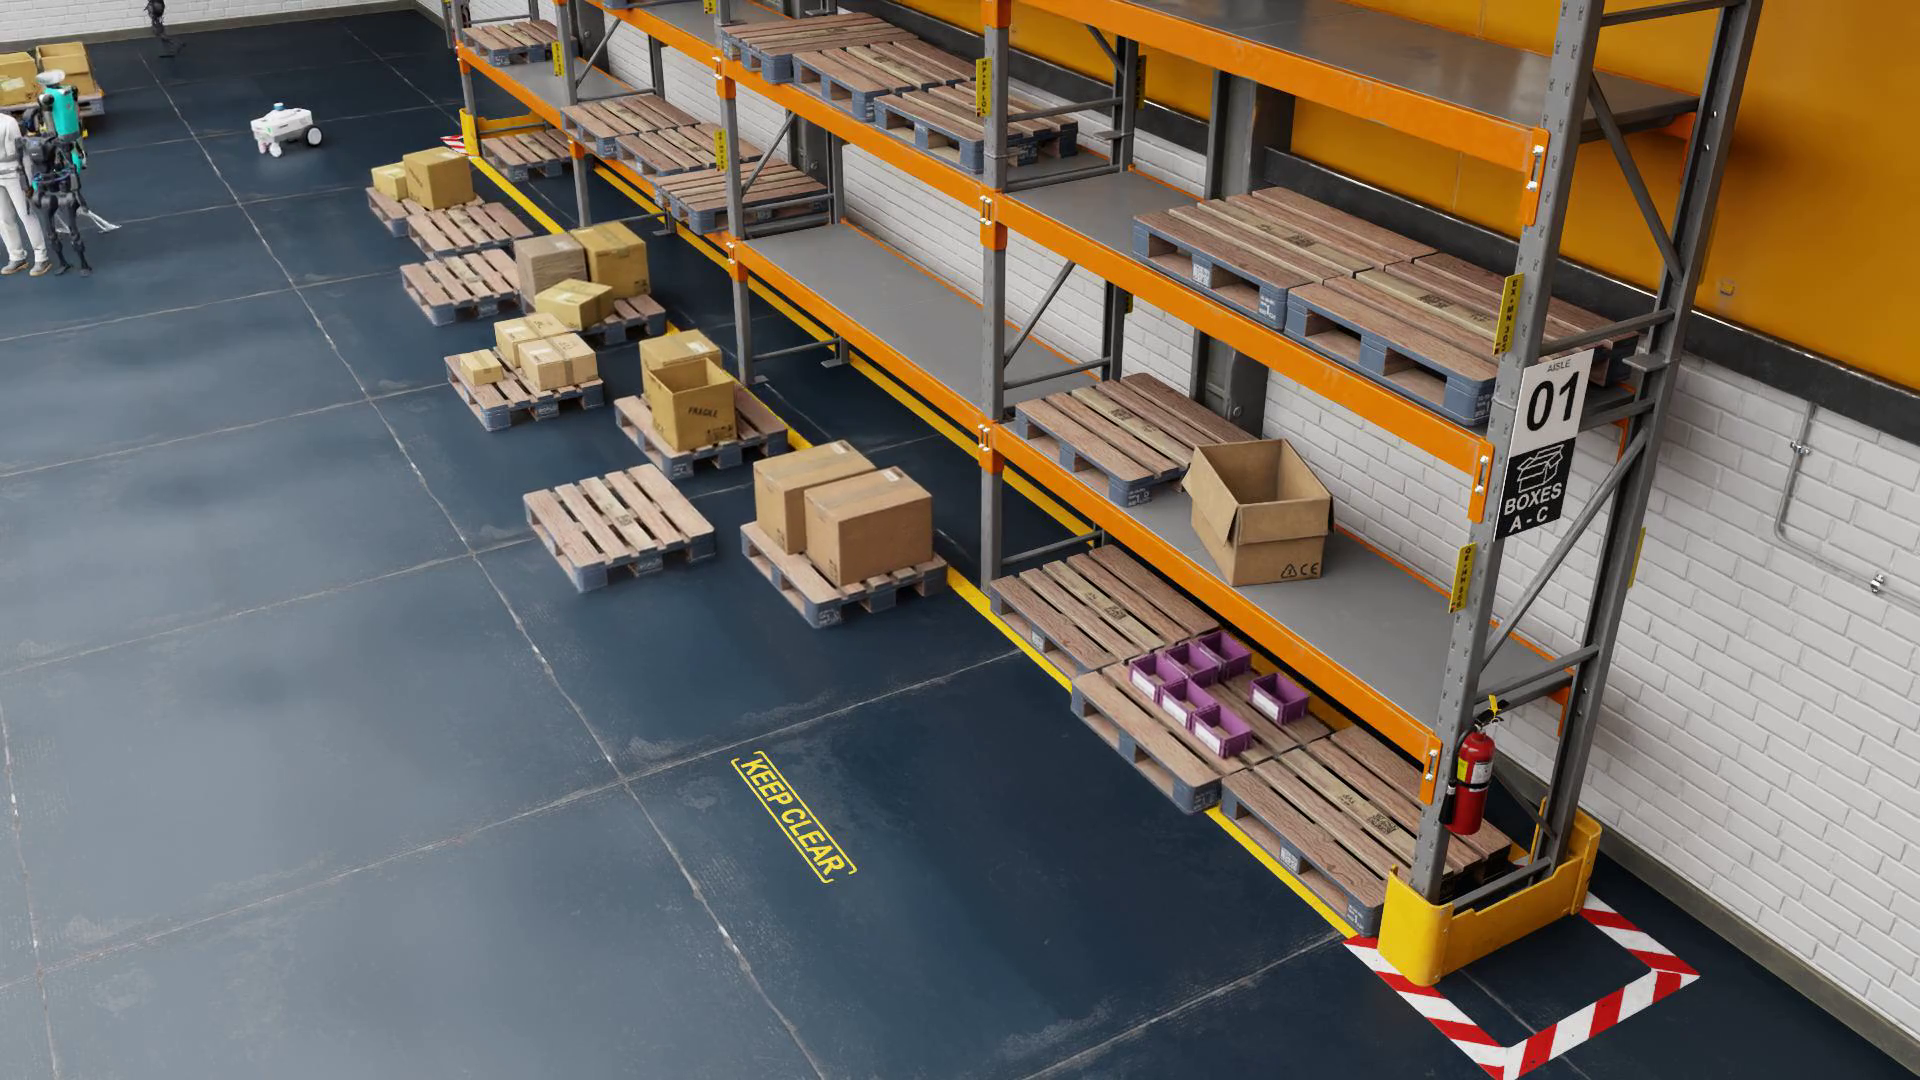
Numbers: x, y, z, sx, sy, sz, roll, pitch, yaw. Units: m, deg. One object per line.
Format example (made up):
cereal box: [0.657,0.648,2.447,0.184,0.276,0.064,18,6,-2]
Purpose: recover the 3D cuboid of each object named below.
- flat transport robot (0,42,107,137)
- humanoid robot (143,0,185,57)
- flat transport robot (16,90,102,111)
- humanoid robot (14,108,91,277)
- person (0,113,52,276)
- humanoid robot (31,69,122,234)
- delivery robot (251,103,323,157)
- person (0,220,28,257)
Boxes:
flat transport robot: [-11.433,-5.298,20.985,0.659,0.231,1.431,-16,33,-25]
humanoid robot: [-11.565,-7.792,23.952,0.415,1.641,0.588,-11,31,-19]
flat transport robot: [-12.192,-5.846,21.952,0.659,0.231,1.431,20,35,32]
humanoid robot: [-8.796,-3.373,16.166,0.602,1.651,0.341,-2,30,-3]
person: [-9.291,-3.501,16.172,0.582,1.883,0.339,5,30,8]
humanoid robot: [-9.267,-3.931,17.071,0.909,1.761,0.543,4,30,7]
delivery robot: [-8.176,-4.984,20.156,0.515,0.609,0.780,15,33,25]
person: [-9.731,-3.584,16.504,0.474,1.706,0.369,-1,30,-2]
